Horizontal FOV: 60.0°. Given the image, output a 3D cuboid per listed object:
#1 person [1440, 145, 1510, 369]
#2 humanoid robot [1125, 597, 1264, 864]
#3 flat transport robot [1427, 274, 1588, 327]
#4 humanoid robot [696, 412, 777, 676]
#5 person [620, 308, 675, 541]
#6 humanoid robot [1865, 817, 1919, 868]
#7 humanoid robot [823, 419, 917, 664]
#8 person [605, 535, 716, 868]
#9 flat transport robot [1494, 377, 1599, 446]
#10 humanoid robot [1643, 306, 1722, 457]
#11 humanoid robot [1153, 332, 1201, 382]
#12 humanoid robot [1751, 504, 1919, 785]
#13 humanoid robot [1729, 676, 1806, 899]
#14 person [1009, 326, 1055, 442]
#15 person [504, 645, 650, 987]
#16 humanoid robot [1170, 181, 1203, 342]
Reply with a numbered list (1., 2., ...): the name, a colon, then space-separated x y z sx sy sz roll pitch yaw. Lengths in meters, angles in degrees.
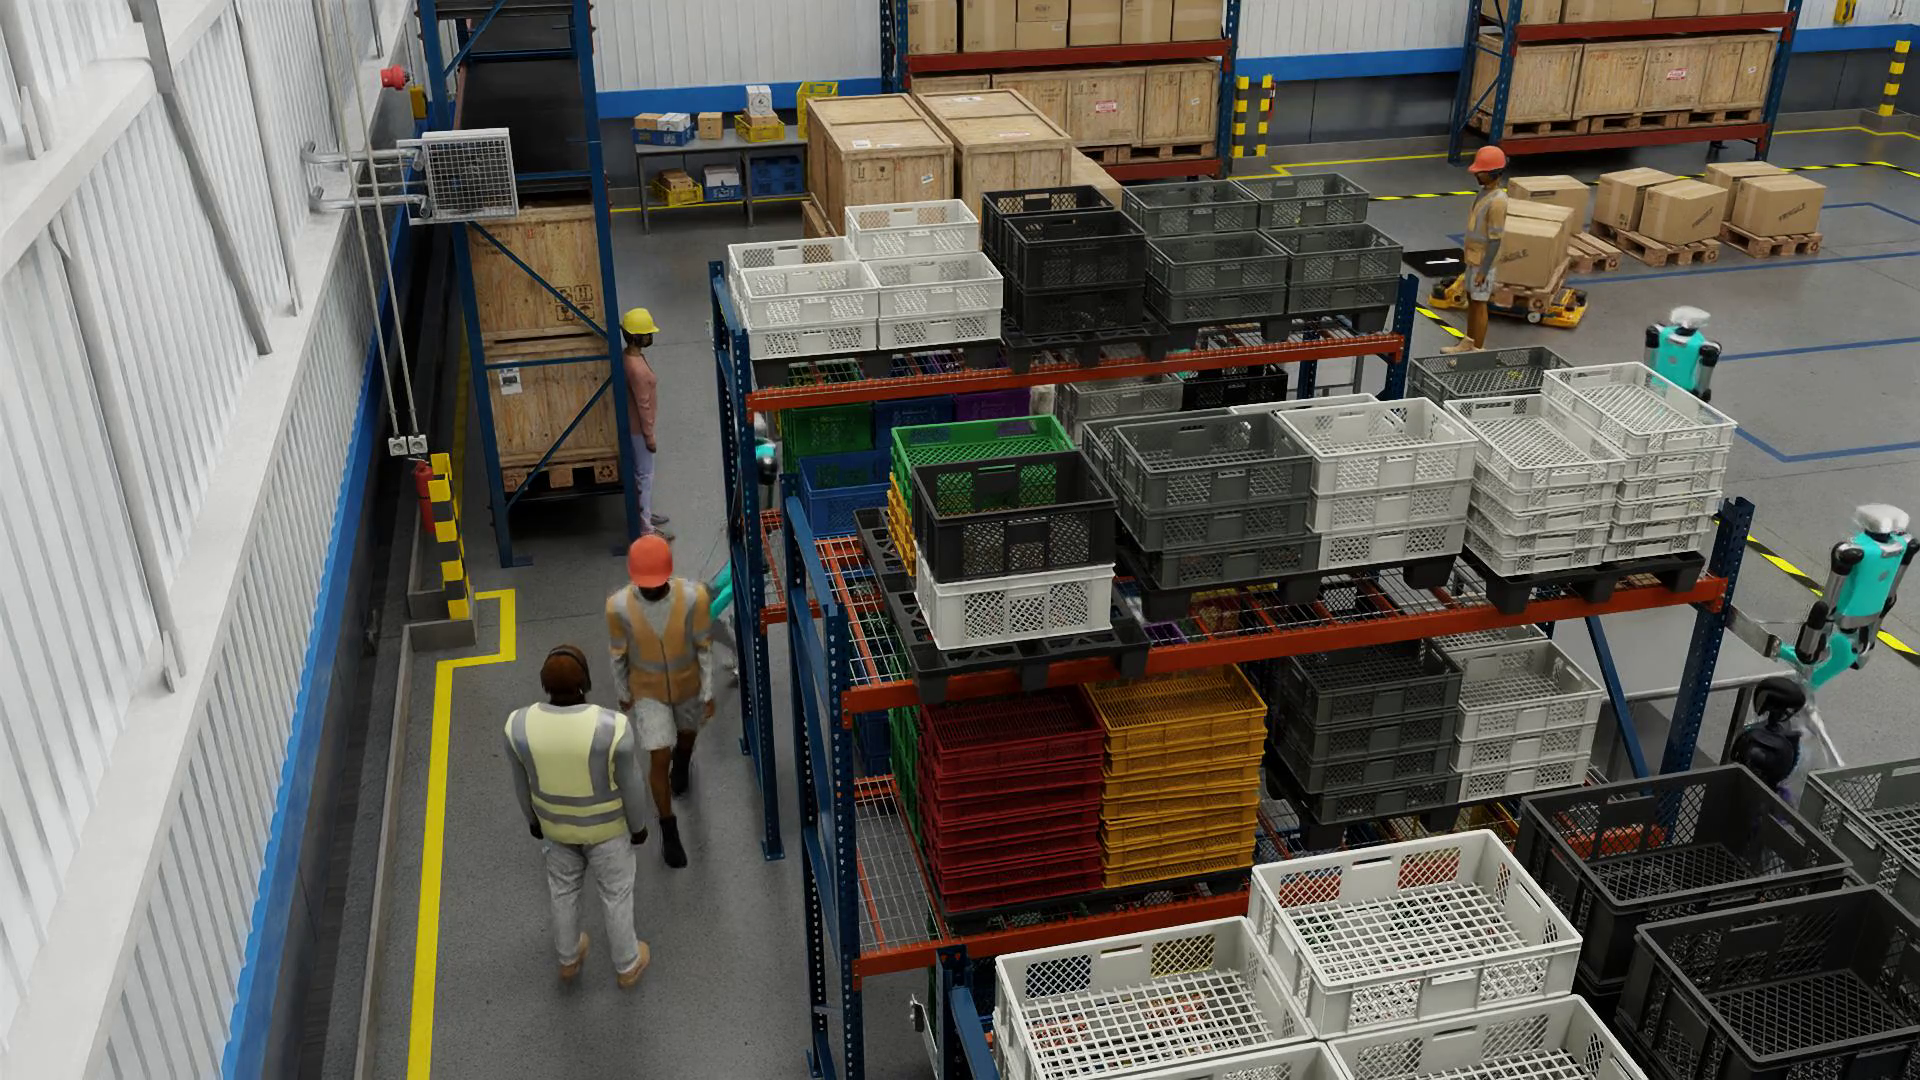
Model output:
1. person: 4.654 -2.533 14.956 0.383 2.041 0.605 2 28 4
2. humanoid robot: 1.207 1.072 8.453 0.968 1.767 0.557 -1 28 -3
3. flat transport robot: 5.472 -2.421 16.609 1.431 0.197 0.652 13 31 24
4. humanoid robot: -1.445 0.101 10.270 0.684 1.792 0.536 -12 30 -22
5. person: -2.282 -0.826 12.017 0.336 1.761 0.522 -9 29 -17
6. humanoid robot: 3.887 1.792 7.136 0.335 1.646 0.591 -12 30 -21
7. humanoid robot: -0.465 0.108 10.369 0.801 1.865 0.535 -5 28 -9
8. person: -1.589 0.730 8.931 0.542 1.897 0.877 -7 29 -13
9. flat transport robot: 4.780 -1.036 14.013 0.659 0.231 1.431 -6 28 -12
10. humanoid robot: 5.304 -0.924 12.259 0.811 1.797 0.565 -24 36 -38
11. humanoid robot: 1.357 -0.870 12.148 1.041 1.741 0.548 15 31 26
12. humanoid robot: 4.893 0.542 9.452 0.555 1.753 0.992 -9 29 -17
13. humanoid robot: 3.718 1.356 7.983 0.616 1.643 0.601 20 34 33
14. person: 0.449 -0.630 11.569 0.505 1.836 0.332 21 34 34
15. person: -1.775 1.316 7.876 0.624 1.837 0.431 4 28 8
16. humanoid robot: 2.029 -2.491 15.311 0.768 1.627 0.616 -13 30 -23
